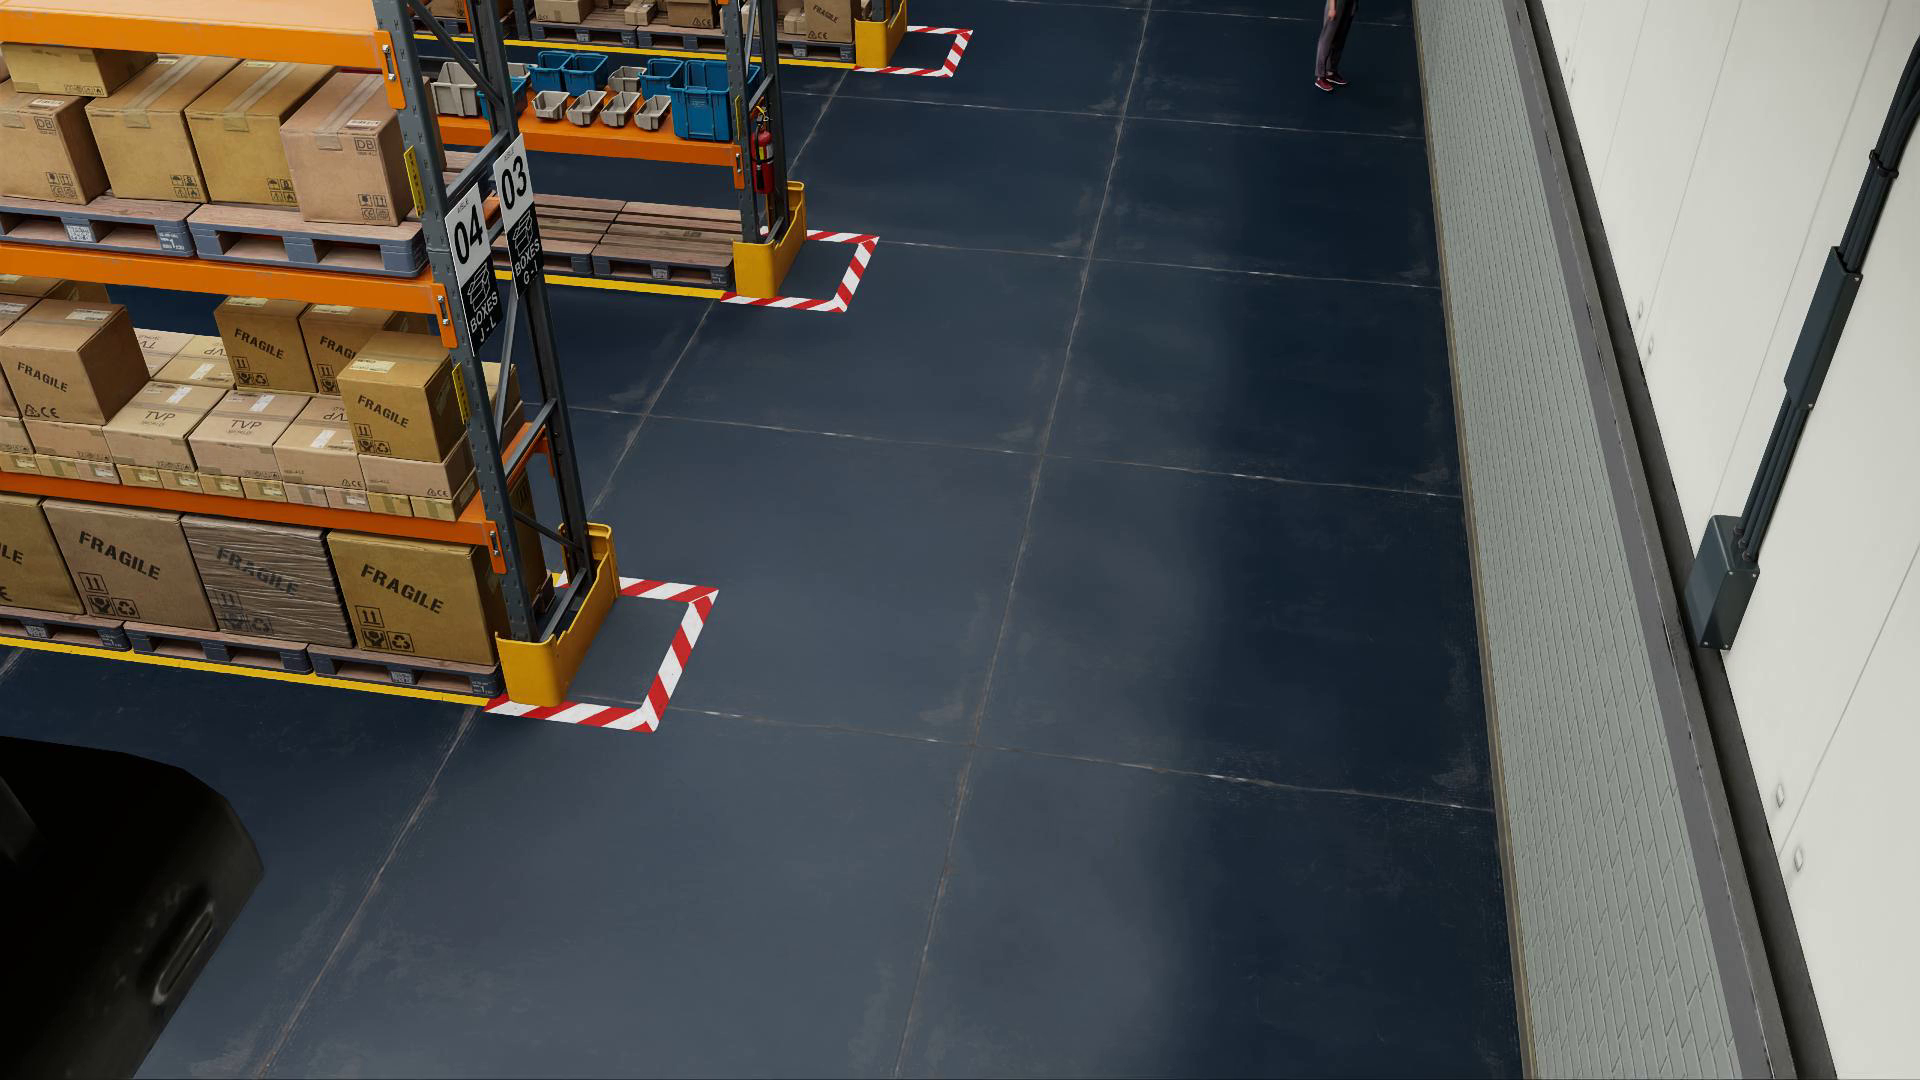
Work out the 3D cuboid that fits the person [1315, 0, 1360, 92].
[{"bbox_3d":[3.854,-5.448,16.831,0.677,1.733,0.721,-27,46,-30],"label":"person"}]
